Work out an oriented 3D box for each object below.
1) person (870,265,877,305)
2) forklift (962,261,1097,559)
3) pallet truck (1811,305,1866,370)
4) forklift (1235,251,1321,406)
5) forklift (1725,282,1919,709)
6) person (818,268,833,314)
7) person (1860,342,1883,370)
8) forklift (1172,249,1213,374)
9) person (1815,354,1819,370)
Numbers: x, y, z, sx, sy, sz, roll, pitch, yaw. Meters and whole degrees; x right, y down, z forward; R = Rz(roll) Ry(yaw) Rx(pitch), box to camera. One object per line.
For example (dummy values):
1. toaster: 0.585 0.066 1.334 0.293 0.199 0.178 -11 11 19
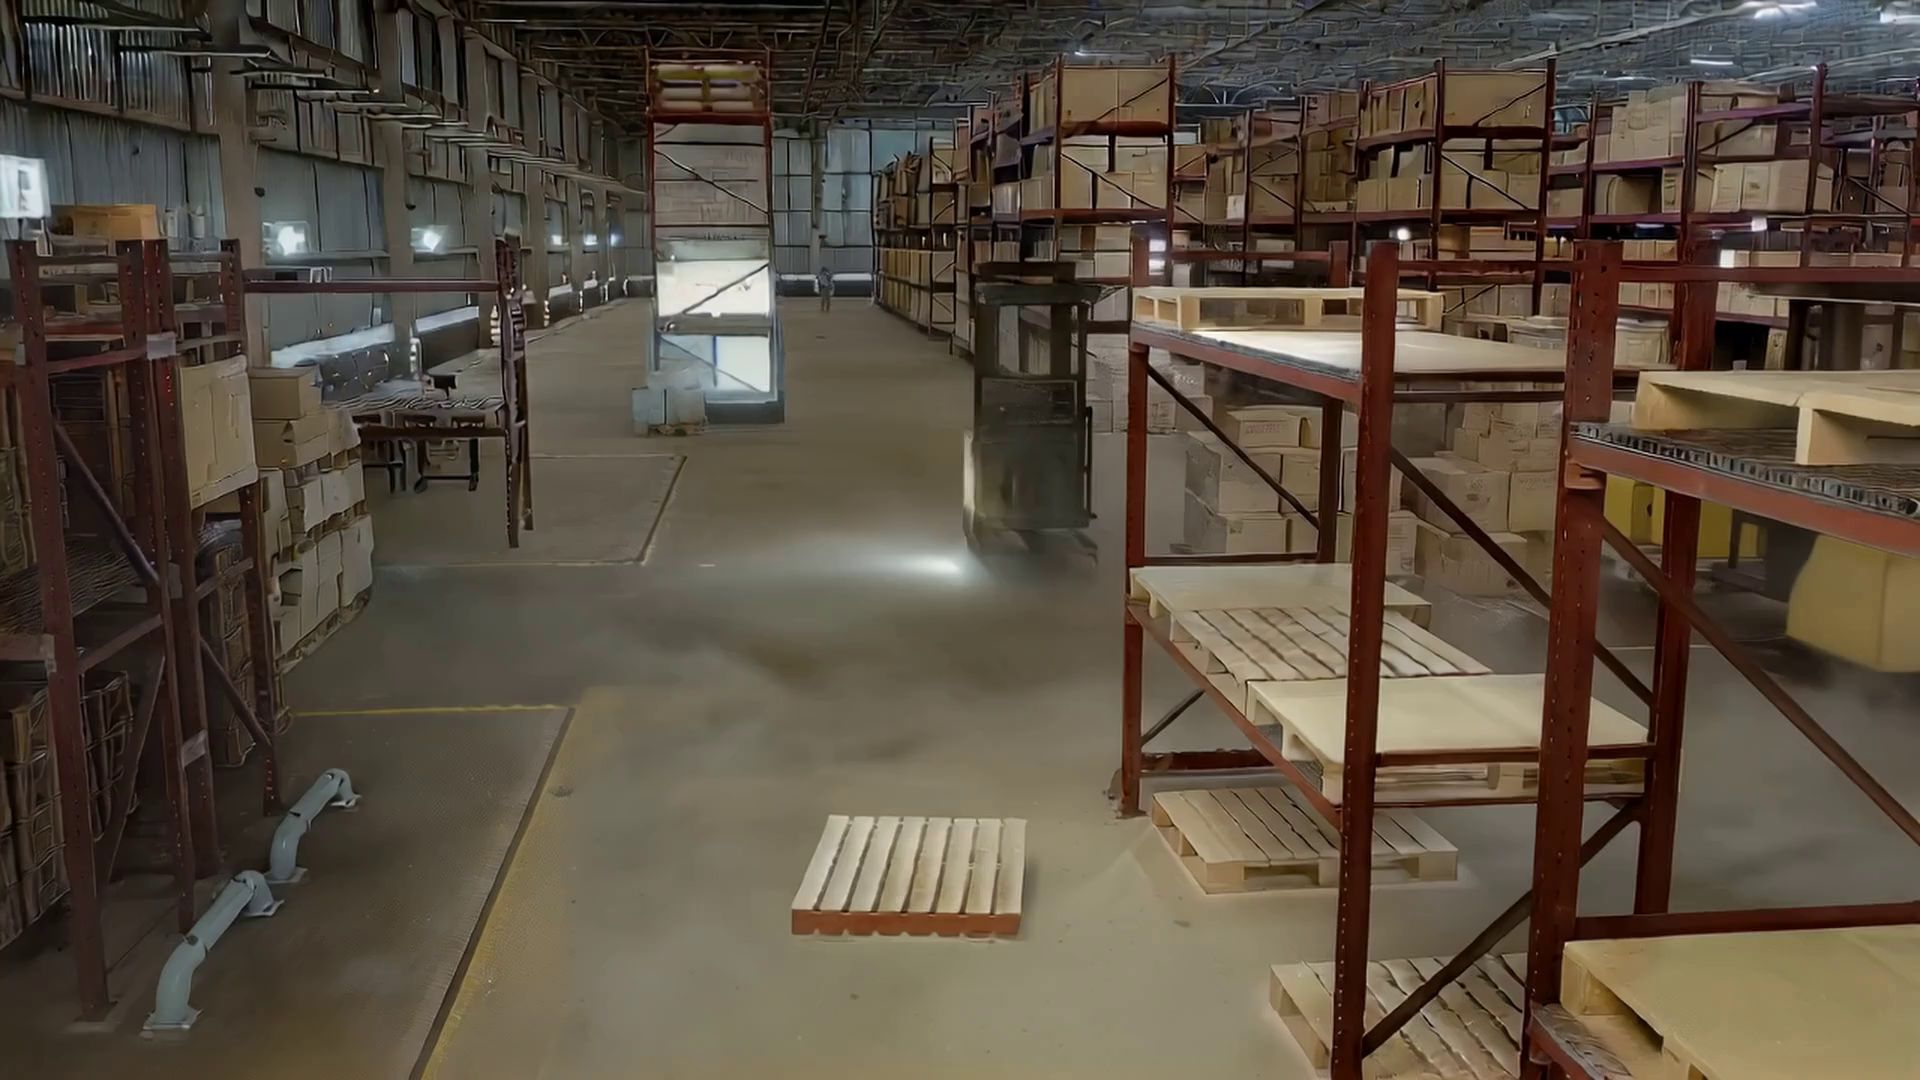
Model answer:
1. person: -3.785 -12.071 78.414 1.010 1.938 0.642 -3 11 -17
2. forklift: 0.638 -1.349 16.409 1.129 2.768 1.873 -1 10 -6
3. pallet truck: 15.846 -3.142 28.793 1.885 1.965 0.823 2 10 12
4. forklift: 5.846 -3.911 30.606 1.129 2.768 1.873 -1 10 -6
5. forklift: 6.242 -0.419 11.257 1.129 2.768 1.873 -1 10 -6
6. person: -5.566 -10.308 68.795 0.657 1.896 0.458 -1 10 -6
7. person: 12.847 -2.019 23.661 0.741 1.605 0.529 0 10 2
8. forklift: 5.022 -5.238 37.954 1.129 2.768 1.873 -1 10 -6
9. person: 12.654 -2.281 24.272 0.385 1.911 0.593 7 13 36
